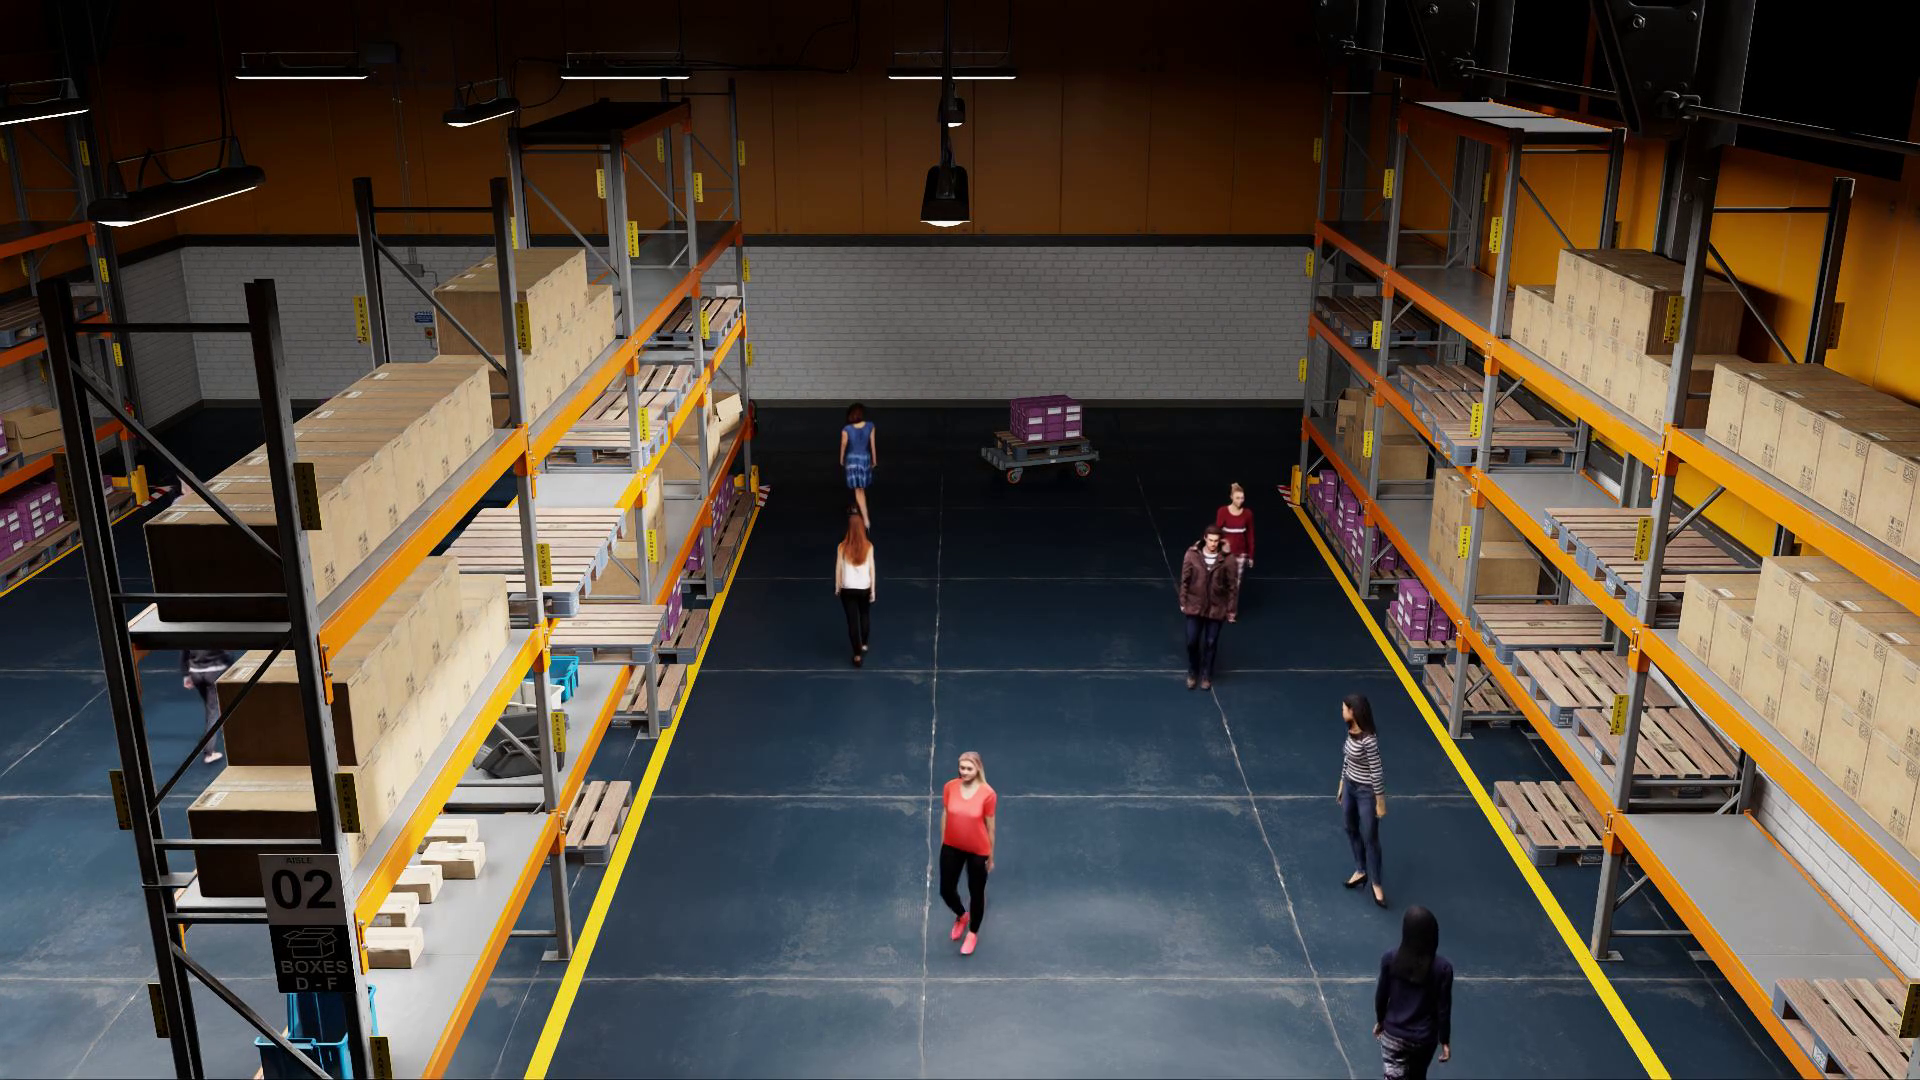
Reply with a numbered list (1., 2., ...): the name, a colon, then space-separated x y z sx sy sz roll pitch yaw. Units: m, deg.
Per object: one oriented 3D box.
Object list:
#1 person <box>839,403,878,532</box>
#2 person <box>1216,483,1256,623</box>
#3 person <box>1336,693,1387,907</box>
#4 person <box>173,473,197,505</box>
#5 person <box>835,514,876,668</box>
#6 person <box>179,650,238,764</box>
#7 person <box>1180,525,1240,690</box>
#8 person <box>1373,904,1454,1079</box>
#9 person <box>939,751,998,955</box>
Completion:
1. person: -1.360 -0.945 22.787 0.968 1.746 1.226 -9 21 -25
2. person: 3.196 0.143 19.644 0.668 1.690 0.669 -2 19 -6
3. person: 3.351 2.128 13.616 0.859 1.774 0.612 -9 21 -26
4. person: -9.240 0.009 20.063 0.966 1.676 1.199 -10 21 -27
5. person: -1.130 0.583 18.316 0.667 1.703 0.830 -4 19 -12
6. person: -7.322 1.335 16.119 0.737 1.680 1.122 3 19 9
7. person: 2.646 0.685 17.806 0.824 1.834 0.756 4 19 10
8. person: 2.848 3.193 10.584 0.892 1.691 1.175 7 20 21
9. person: 0.088 2.391 12.970 0.692 1.689 0.722 6 20 18
